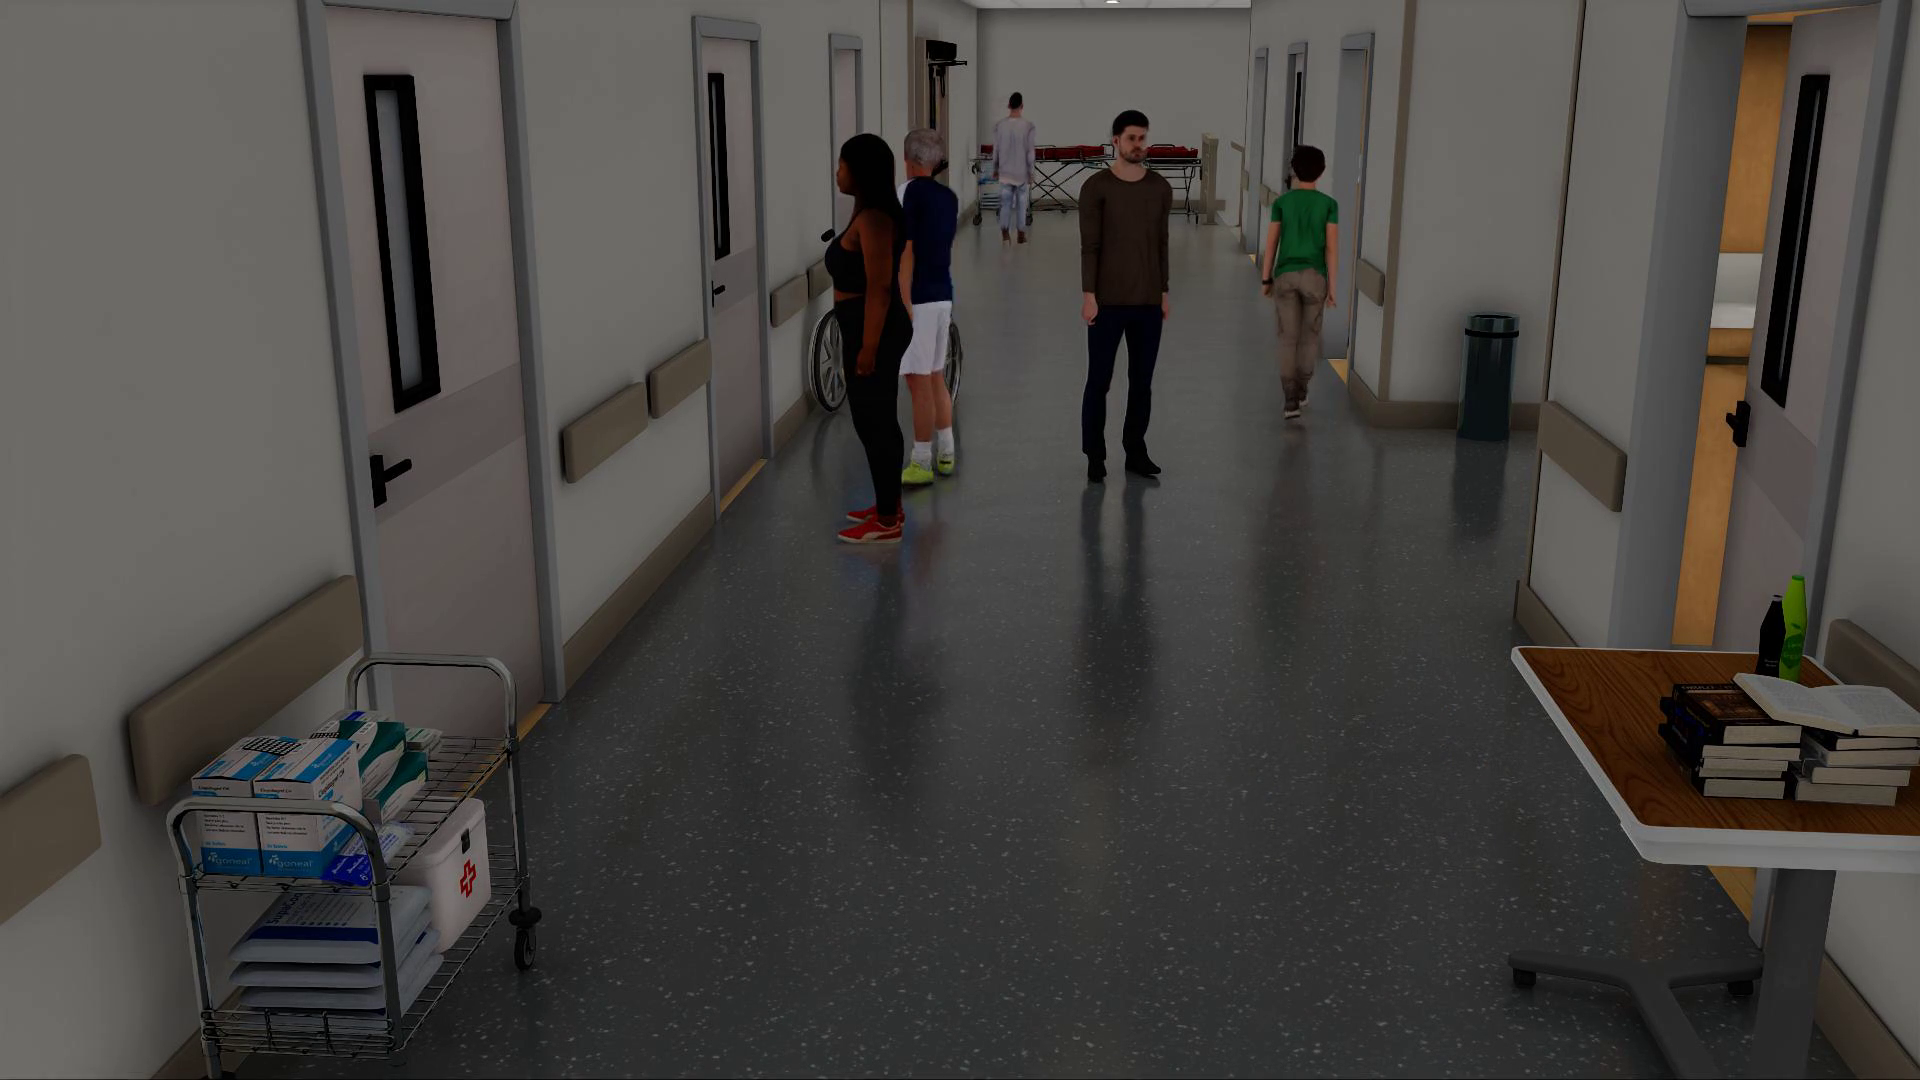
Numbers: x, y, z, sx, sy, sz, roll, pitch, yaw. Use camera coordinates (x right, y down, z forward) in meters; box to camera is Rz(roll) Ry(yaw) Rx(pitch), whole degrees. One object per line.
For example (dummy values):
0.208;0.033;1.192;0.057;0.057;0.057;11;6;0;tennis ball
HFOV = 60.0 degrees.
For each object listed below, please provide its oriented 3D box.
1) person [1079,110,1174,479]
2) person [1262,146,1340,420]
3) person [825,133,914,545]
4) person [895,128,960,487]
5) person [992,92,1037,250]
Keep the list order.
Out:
0.860;-1.266;8.637;0.723;1.887;0.690;-5;16;-16;person
2.040;-1.505;9.994;0.663;1.612;1.115;3;16;10;person
-0.384;-0.901;7.476;0.728;1.815;0.534;1;16;4;person
-0.192;-1.186;8.523;0.929;1.796;0.661;4;16;13;person
0.617;-4.341;19.705;0.745;1.800;1.176;2;16;9;person
